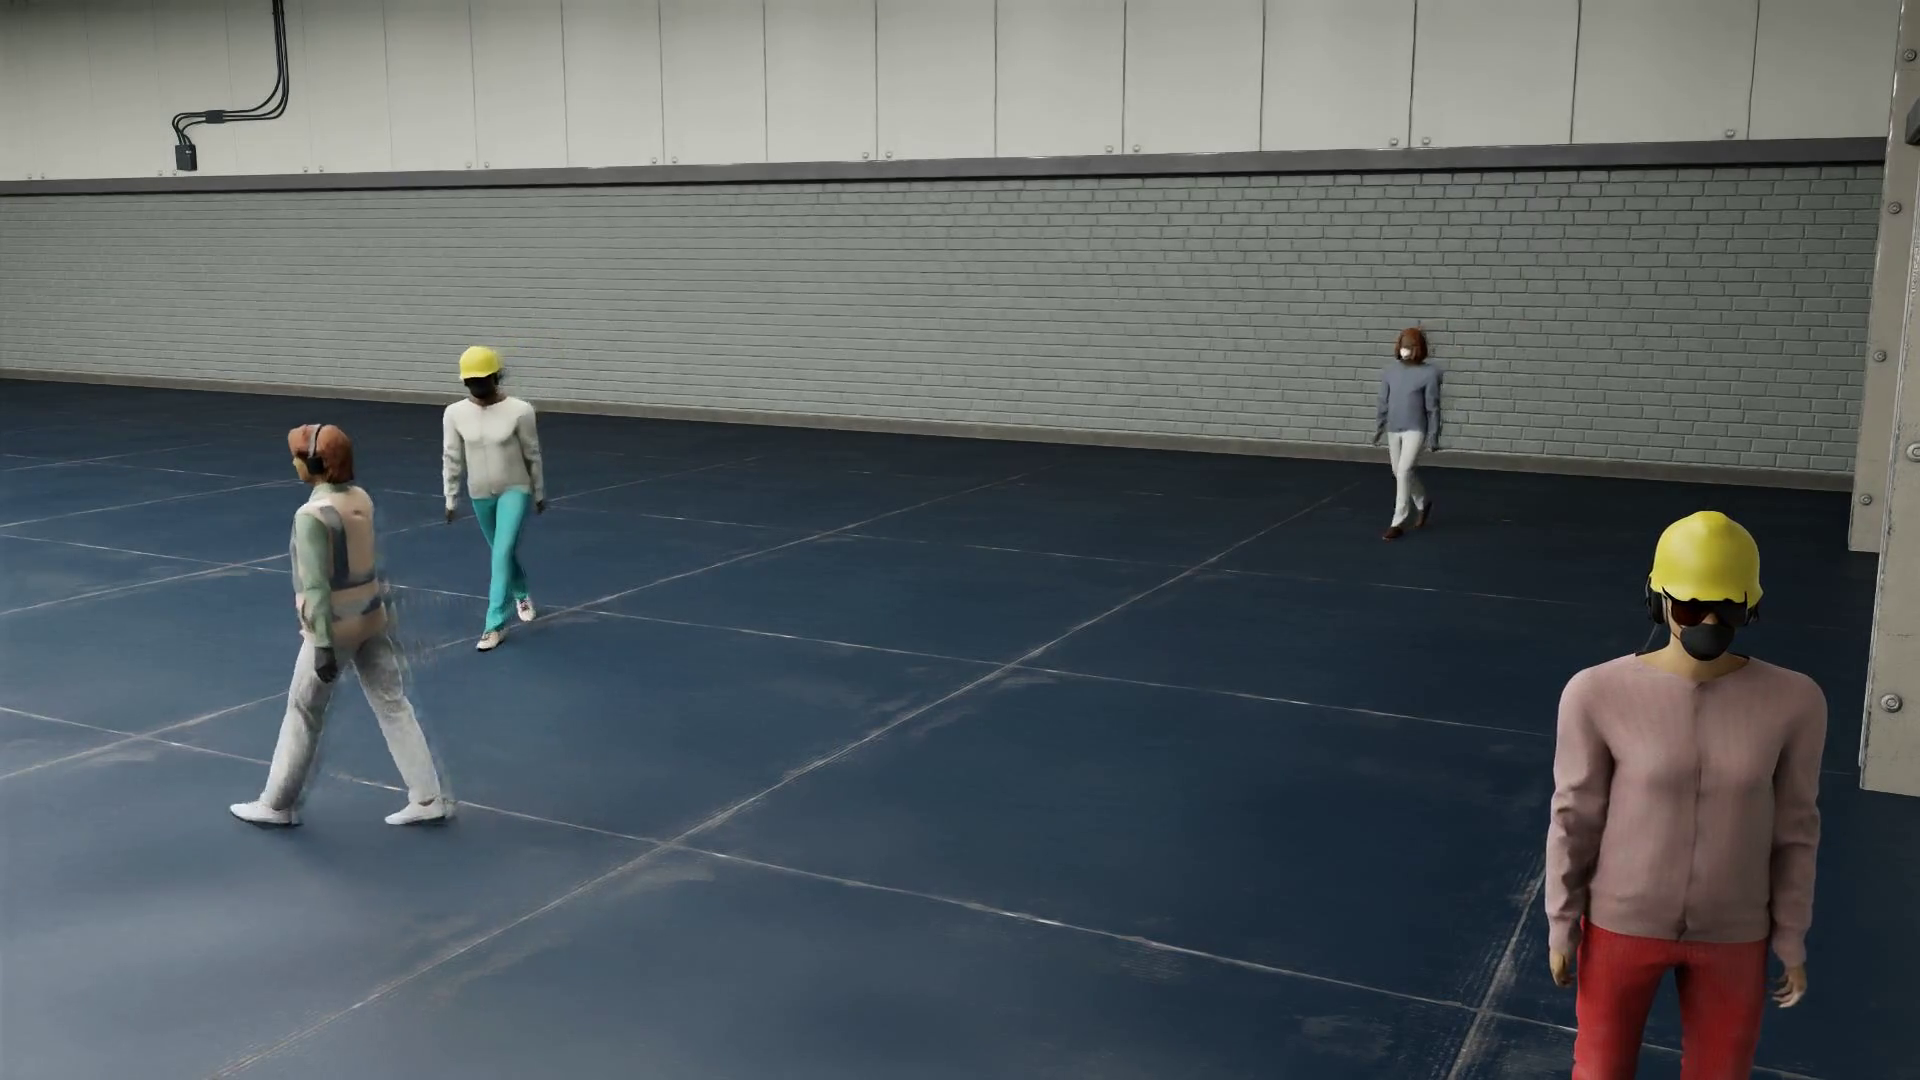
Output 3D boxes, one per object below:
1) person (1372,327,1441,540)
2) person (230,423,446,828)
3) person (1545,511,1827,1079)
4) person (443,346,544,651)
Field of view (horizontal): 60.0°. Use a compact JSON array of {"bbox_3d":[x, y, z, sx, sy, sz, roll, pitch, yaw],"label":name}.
[{"bbox_3d":[3.482,-0.838,12.780,0.765,1.608,0.490,-9,13,-39],"label":"person"},{"bbox_3d":[-2.397,0.343,6.388,0.854,1.591,0.539,1,10,8],"label":"person"},{"bbox_3d":[1.472,0.807,3.420,0.522,1.764,0.334,2,11,9],"label":"person"},{"bbox_3d":[-2.650,-0.285,9.562,0.528,1.694,0.955,1,10,4],"label":"person"}]
